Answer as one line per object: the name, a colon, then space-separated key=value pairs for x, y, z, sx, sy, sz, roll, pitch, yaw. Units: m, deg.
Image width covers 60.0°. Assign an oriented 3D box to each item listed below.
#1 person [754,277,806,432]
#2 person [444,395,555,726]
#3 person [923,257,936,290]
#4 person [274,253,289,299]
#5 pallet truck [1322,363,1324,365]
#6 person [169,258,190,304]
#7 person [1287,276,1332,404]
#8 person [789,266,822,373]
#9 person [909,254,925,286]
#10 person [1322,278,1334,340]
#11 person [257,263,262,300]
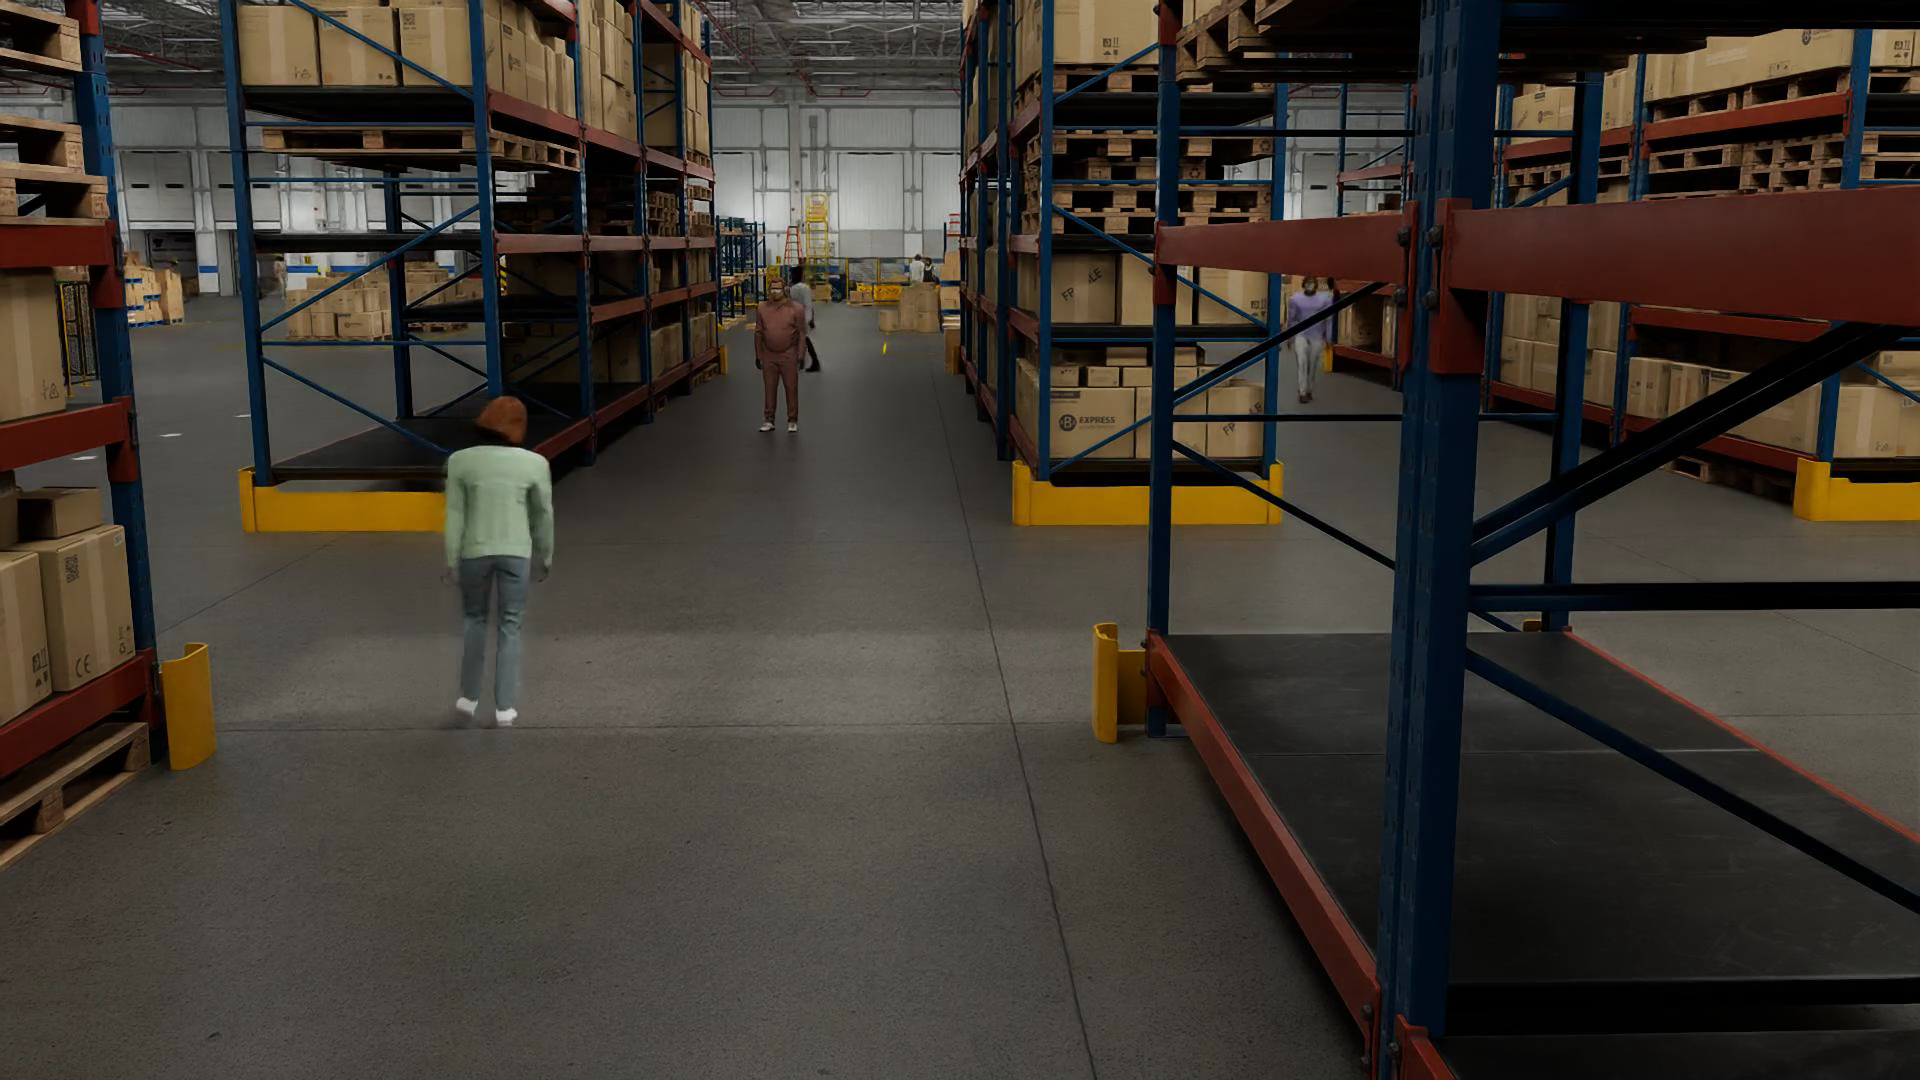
person: x=-2.224 y=-2.277 z=20.517 sx=0.648 sy=1.907 sz=0.401 roll=2 pitch=10 yaw=9
person: x=-2.242 y=0.097 z=8.152 sx=0.513 sy=1.592 sz=0.513 roll=-2 pitch=10 yaw=-13
person: x=-1.010 y=-8.351 z=54.569 sx=0.511 sy=1.840 sz=0.338 roll=6 pitch=12 yaw=31
person: x=-27.894 y=-10.877 z=68.416 sx=0.424 sy=1.908 sz=0.605 roll=5 pitch=11 yaw=24
pallet truck: x=7.712 y=-4.157 z=30.737 sx=1.885 sy=1.965 sz=0.823 roll=3 pitch=11 yaw=16
person: x=-29.564 y=-9.757 z=62.707 sx=0.912 sy=1.715 sz=0.529 roll=-2 pitch=10 yaw=-11
person: x=5.122 y=-2.971 z=24.413 sx=0.642 sy=1.903 sz=0.990 roll=2 pitch=10 yaw=10
person: x=-2.904 y=-3.952 z=29.884 sx=0.961 sy=1.904 sz=0.700 roll=4 pitch=11 yaw=19
person: x=-1.494 y=-9.059 z=58.265 sx=0.639 sy=1.927 sz=0.393 roll=7 pitch=12 yaw=35
person: x=7.383 y=-4.471 z=33.418 sx=0.822 sy=1.665 sz=0.538 roll=2 pitch=10 yaw=14
person: x=-28.370 y=-10.589 z=66.858 sx=0.552 sy=1.891 sz=0.583 roll=1 pitch=10 yaw=6
